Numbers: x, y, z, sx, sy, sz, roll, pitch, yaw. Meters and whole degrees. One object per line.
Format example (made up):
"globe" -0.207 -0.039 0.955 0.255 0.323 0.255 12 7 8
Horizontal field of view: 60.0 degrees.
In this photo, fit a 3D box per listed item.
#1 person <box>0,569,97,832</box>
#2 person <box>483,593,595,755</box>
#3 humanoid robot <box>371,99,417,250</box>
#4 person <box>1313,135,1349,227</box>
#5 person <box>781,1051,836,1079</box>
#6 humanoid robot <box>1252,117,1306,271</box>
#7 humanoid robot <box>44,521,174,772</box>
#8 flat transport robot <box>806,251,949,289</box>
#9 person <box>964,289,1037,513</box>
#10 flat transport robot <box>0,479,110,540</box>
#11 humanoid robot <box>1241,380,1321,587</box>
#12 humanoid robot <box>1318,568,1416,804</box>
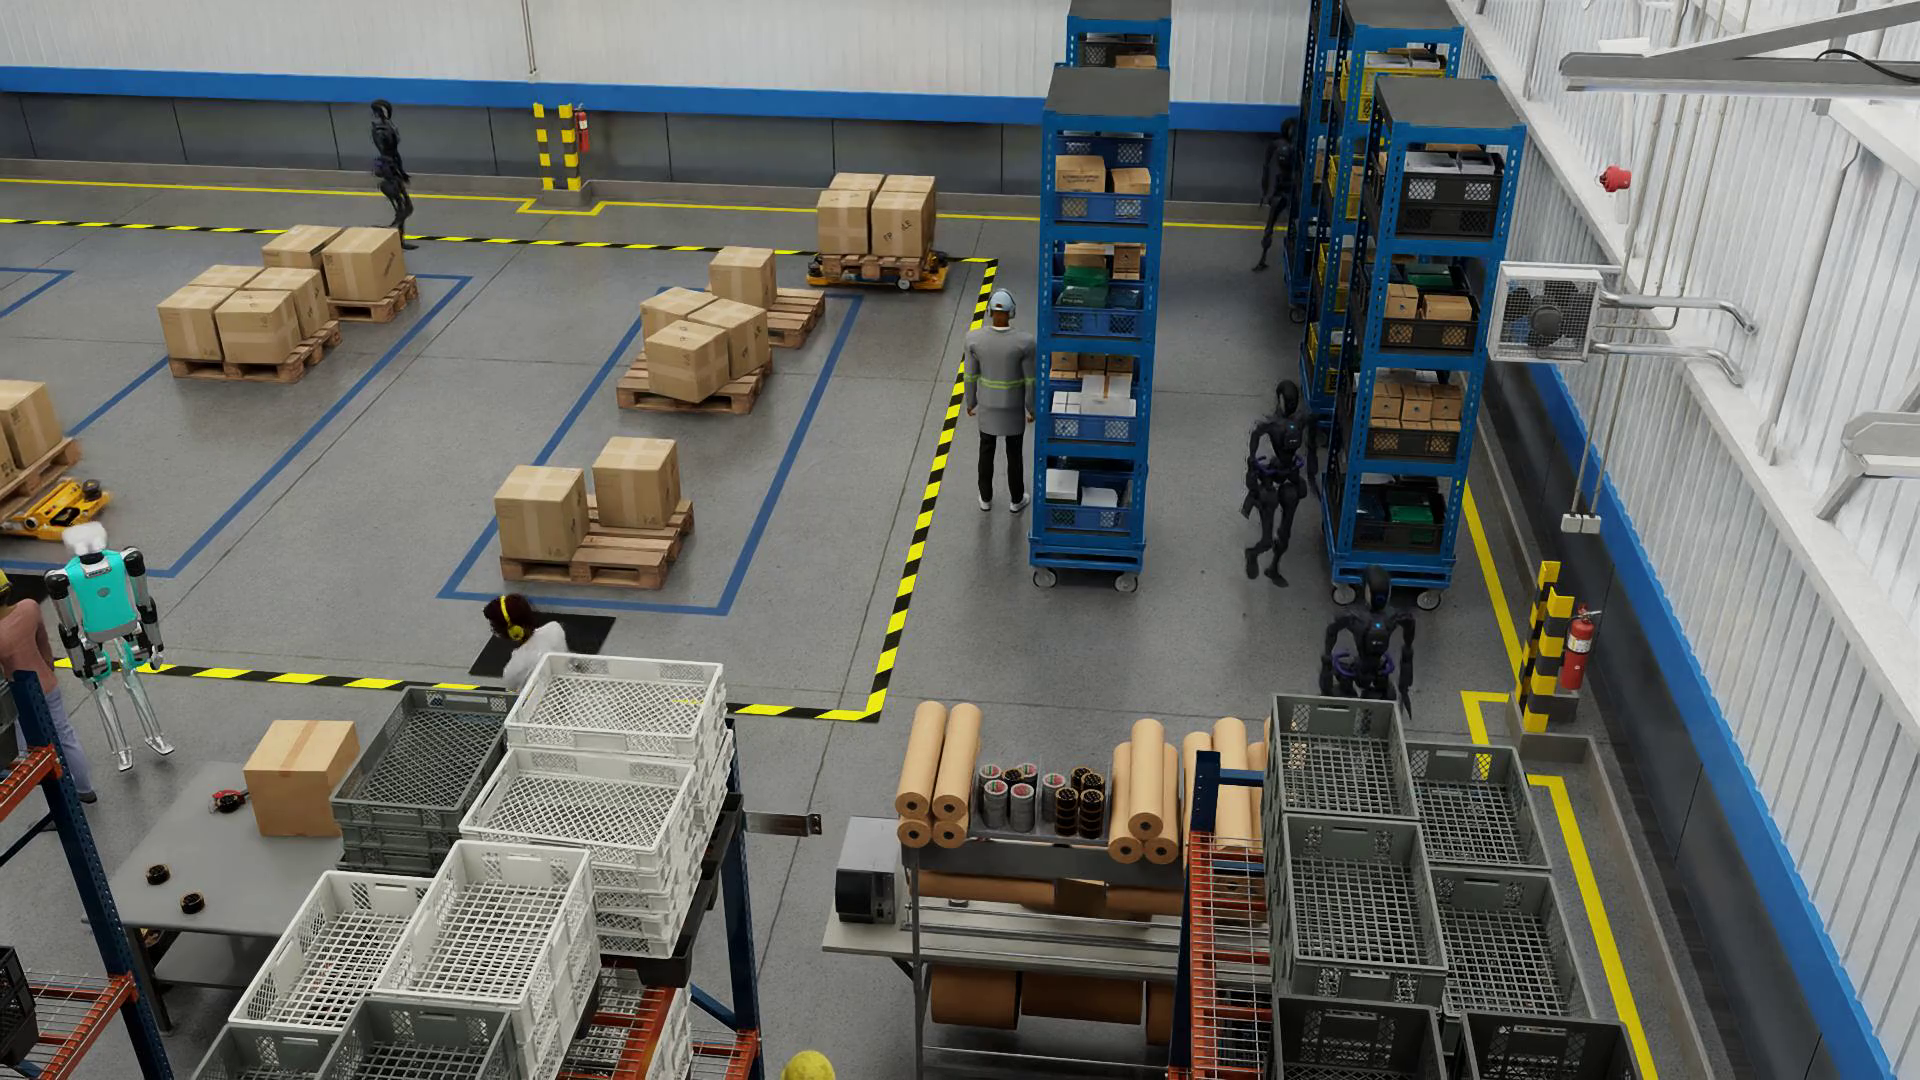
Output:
"person" -5.417 0.903 9.634 0.313 1.768 0.524 4 31 8
"person" -2.373 1.039 9.332 0.741 1.833 0.573 10 32 17
"humanoid robot" -6.233 -3.969 18.089 0.423 1.639 0.610 -2 30 -3
"person" 4.011 -4.047 18.054 0.397 1.846 0.563 8 31 13
"person" -0.555 2.689 6.588 0.487 1.742 0.318 -22 37 -33
"humanoid robot" 3.474 -3.664 17.625 0.610 1.640 0.770 21 36 32
"humanoid robot" -5.162 0.585 10.080 0.533 1.672 0.735 -22 37 -32
"flat transport robot" -0.865 -2.890 17.609 1.431 0.197 0.652 3 30 6
"person" 0.327 -1.080 12.958 0.587 1.849 0.395 6 31 10
"flat transport robot" -7.585 -0.284 13.133 1.431 0.197 0.652 3 30 6
"humanoid robot" 2.313 -0.415 11.991 0.611 1.647 0.372 -10 32 -16
"humanoid robot" 2.389 0.912 9.727 0.588 1.636 0.671 -3 30 -5
